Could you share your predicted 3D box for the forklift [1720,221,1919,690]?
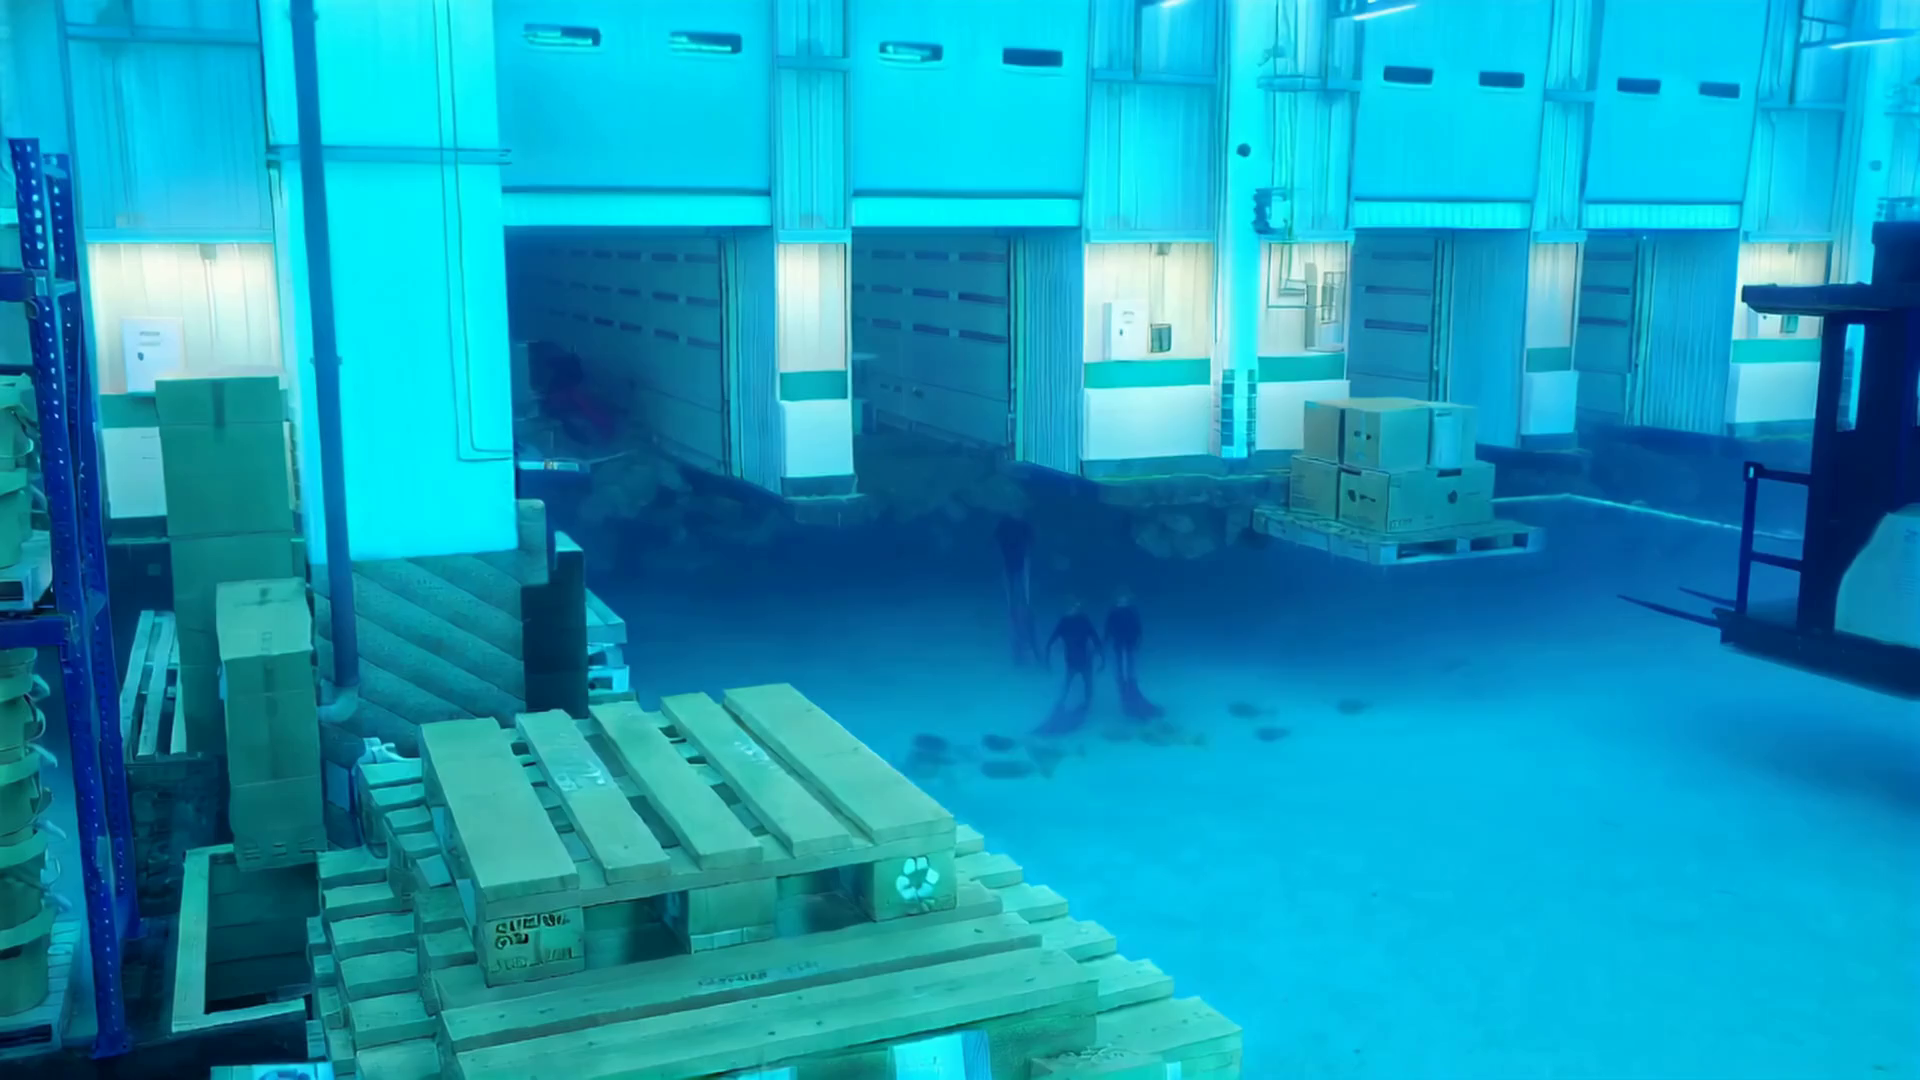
[{"bbox_3d":[5.949,-0.550,10.218,1.129,2.768,1.873,-4,11,-23],"label":"forklift"}]
